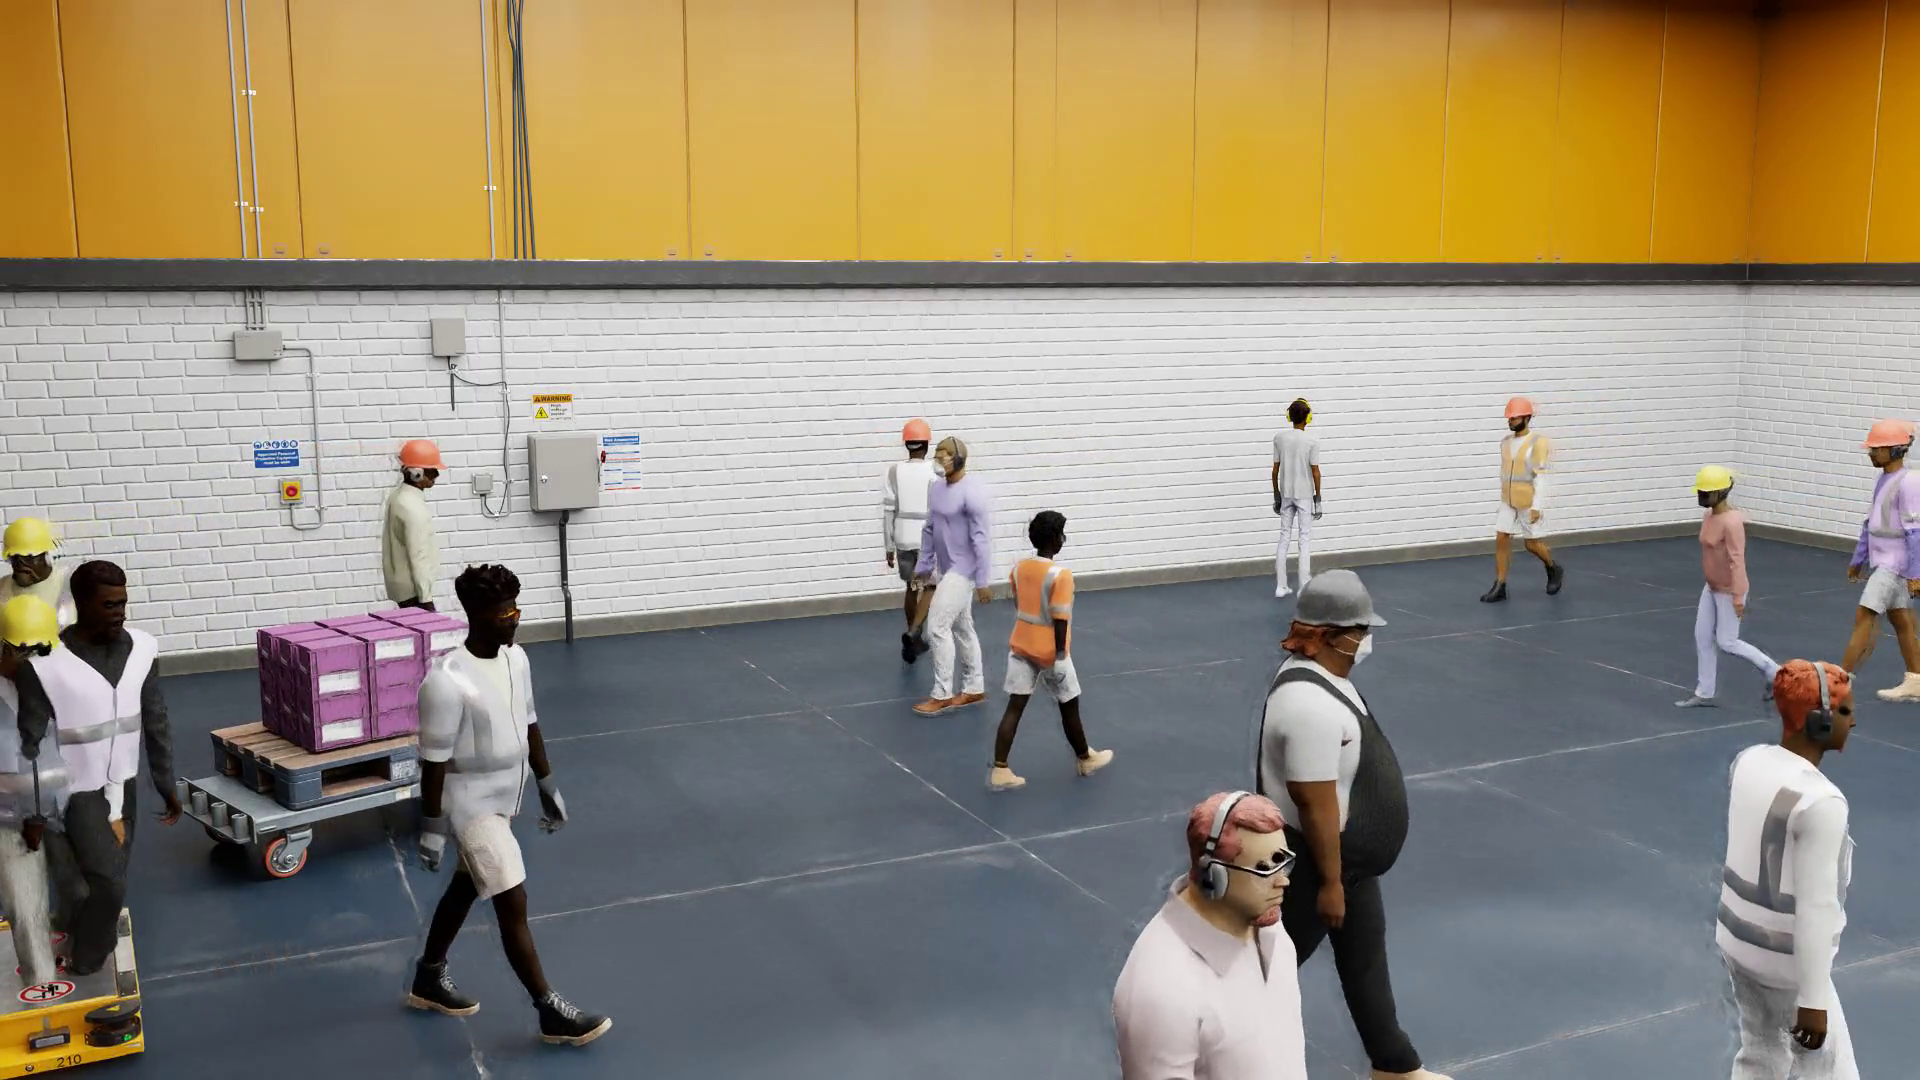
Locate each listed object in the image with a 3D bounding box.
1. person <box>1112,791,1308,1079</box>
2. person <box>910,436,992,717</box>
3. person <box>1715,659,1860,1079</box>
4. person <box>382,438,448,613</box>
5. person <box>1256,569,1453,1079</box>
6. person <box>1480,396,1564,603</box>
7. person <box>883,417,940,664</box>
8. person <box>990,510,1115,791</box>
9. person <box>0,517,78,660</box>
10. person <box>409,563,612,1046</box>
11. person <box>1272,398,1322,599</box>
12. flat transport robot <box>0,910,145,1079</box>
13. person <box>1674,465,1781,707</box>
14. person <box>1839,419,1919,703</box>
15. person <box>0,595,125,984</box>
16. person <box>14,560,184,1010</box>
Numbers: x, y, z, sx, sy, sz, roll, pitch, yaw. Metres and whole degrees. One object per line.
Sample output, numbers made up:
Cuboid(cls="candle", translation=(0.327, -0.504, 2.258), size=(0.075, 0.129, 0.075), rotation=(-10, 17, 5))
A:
Cuboid(cls="person", translation=(0.616, 1.486, 3.810), size=(0.476, 1.886, 0.681), rotation=(6, 11, 35))
Cuboid(cls="person", translation=(-0.129, 0.249, 11.427), size=(0.763, 1.913, 0.639), rotation=(-4, 10, -21))
Cuboid(cls="person", translation=(2.536, 1.286, 5.120), size=(0.435, 1.866, 0.608), rotation=(0, 9, 3))
Cuboid(cls="person", translation=(-3.534, 0.321, 10.787), size=(0.478, 1.971, 0.633), rotation=(-5, 10, -29))
Cuboid(cls="person", translation=(1.285, 1.057, 6.013), size=(0.998, 2.000, 0.688), rotation=(2, 9, 15))
Cuboid(cls="person", translation=(5.219, -0.376, 15.328), size=(0.822, 1.912, 0.553), rotation=(-6, 11, -31))
Cuboid(cls="person", translation=(-0.348, 0.010, 12.923), size=(0.546, 1.915, 0.773), rotation=(3, 10, 17))
Cuboid(cls="person", translation=(0.516, 0.639, 9.797), size=(0.888, 1.642, 0.549), rotation=(-7, 12, -38))
Cuboid(cls="person", translation=(-4.680, 0.755, 8.603), size=(0.615, 1.808, 0.581), rotation=(0, 9, 2))
Cuboid(cls="person", translation=(-1.862, 1.030, 6.591), size=(0.970, 1.920, 0.618), rotation=(2, 9, 12))
Cuboid(cls="person", translation=(3.140, -0.384, 15.464), size=(0.514, 1.877, 0.328), rotation=(7, 12, 39))
Cuboid(cls="flat transport robot", translation=(-3.752, 1.807, 6.832), size=(0.652, 0.197, 1.431), rotation=(-5, 10, -28))
Cuboid(cls="person", translation=(5.342, 0.340, 11.455), size=(0.685, 1.731, 0.529), rotation=(0, 9, 1))
Cuboid(cls="person", translation=(6.405, 0.154, 11.721), size=(0.964, 1.998, 0.645), rotation=(2, 9, 15))
Cuboid(cls="person", translation=(-3.720, 1.069, 6.726), size=(0.597, 1.790, 0.805), rotation=(-5, 11, -30))
Cuboid(cls="person", translation=(-3.442, 1.016, 6.707), size=(0.534, 1.894, 0.596), rotation=(3, 10, 20))
